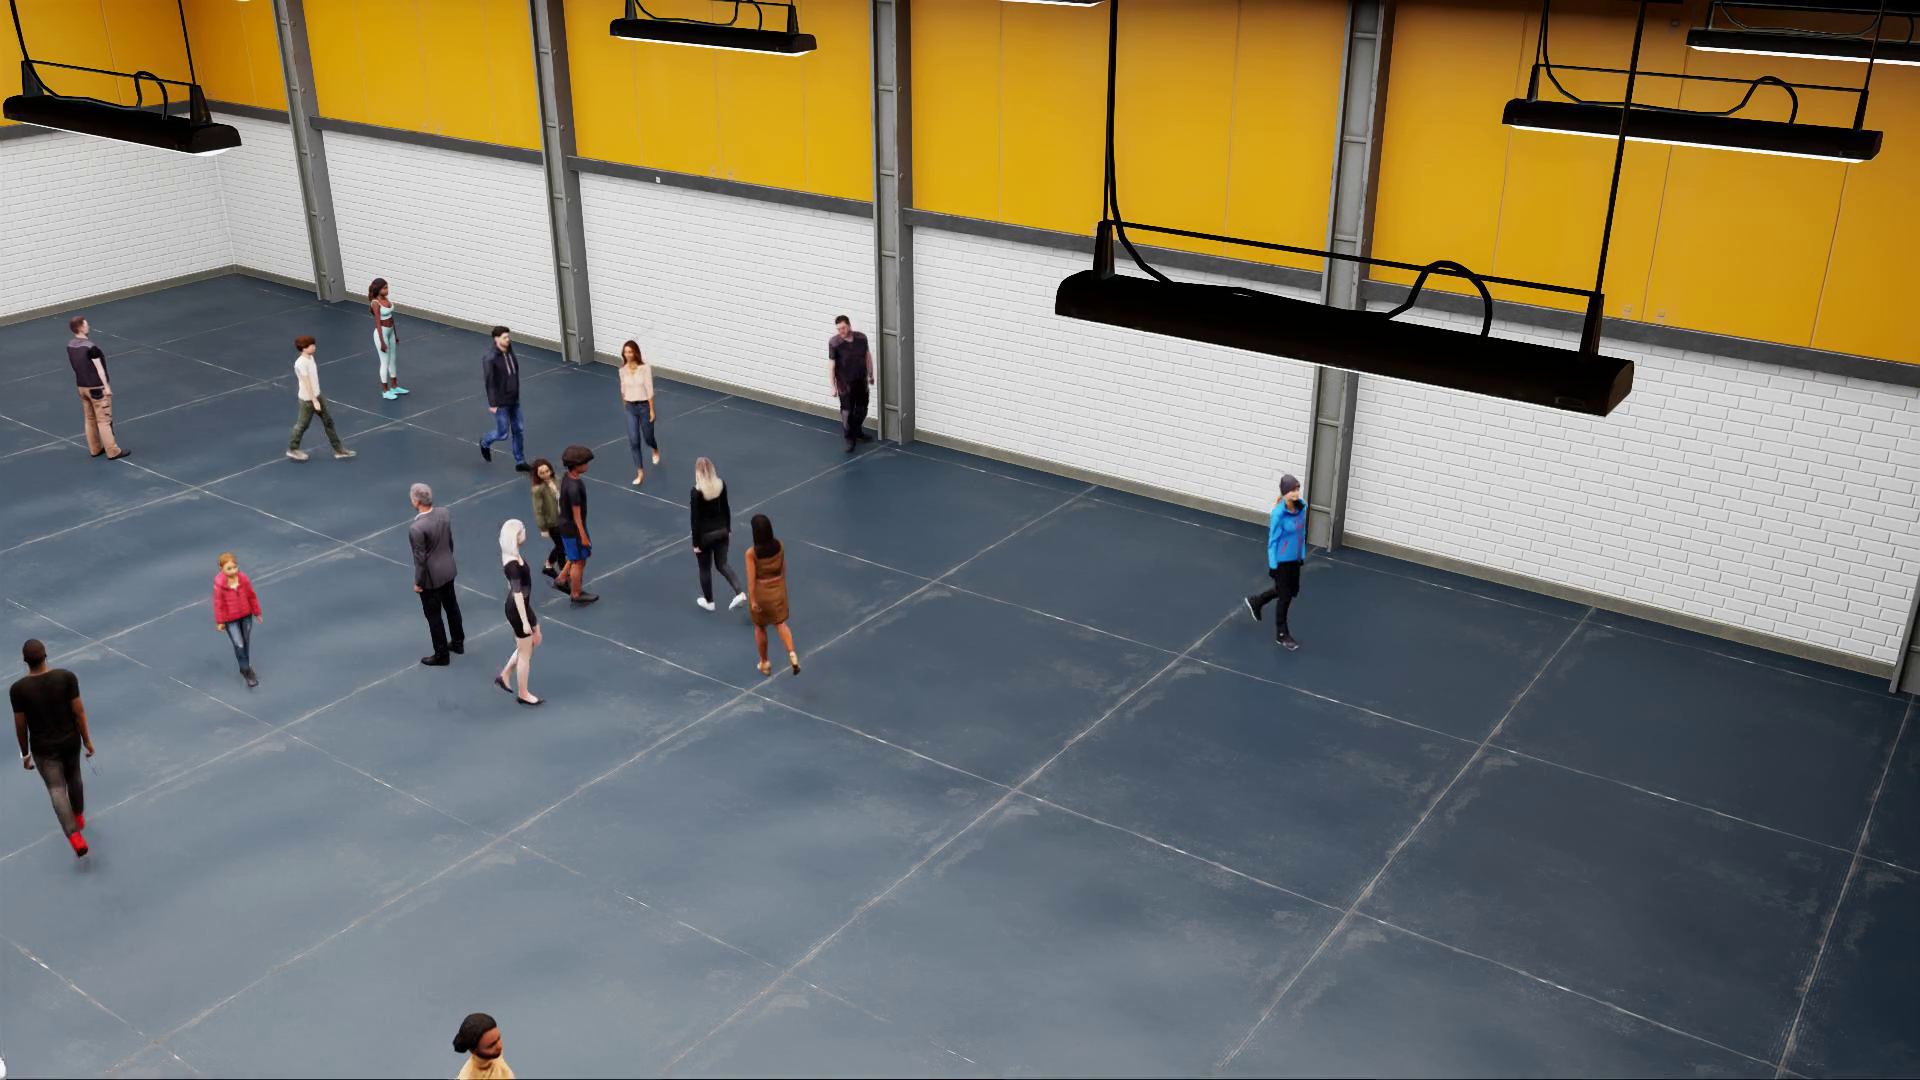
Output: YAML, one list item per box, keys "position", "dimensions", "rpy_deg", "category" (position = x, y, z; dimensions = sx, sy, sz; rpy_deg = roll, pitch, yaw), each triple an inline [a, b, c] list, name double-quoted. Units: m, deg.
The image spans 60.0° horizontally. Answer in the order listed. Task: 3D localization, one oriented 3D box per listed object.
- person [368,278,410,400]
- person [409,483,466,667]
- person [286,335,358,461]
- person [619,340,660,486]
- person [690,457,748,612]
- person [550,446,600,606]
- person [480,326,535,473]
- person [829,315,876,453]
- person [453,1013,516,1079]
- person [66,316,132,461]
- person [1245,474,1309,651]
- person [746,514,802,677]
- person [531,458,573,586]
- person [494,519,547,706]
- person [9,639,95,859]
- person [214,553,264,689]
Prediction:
- position: [-8.027, -2.827, 23.220]
  dimensions: [0.659, 1.723, 0.646]
  rpy_deg: [4, 24, 9]
  category: "person"
- position: [-5.028, 0.308, 15.908]
  dimensions: [0.700, 1.836, 0.779]
  rpy_deg: [8, 25, 18]
  category: "person"
- position: [-8.232, -1.746, 20.881]
  dimensions: [1.182, 1.617, 0.969]
  rpy_deg: [1, 24, 2]
  category: "person"
- position: [-3.890, -1.598, 20.343]
  dimensions: [1.007, 1.775, 0.930]
  rpy_deg: [4, 24, 9]
  category: "person"
- position: [-2.453, -0.001, 16.828]
  dimensions: [0.979, 1.664, 0.744]
  rpy_deg: [20, 30, 38]
  category: "person"
- position: [-4.026, -0.123, 16.978]
  dimensions: [0.950, 1.768, 0.897]
  rpy_deg: [-8, 25, -17]
  category: "person"
- position: [-5.679, -1.737, 20.539]
  dimensions: [1.086, 1.873, 0.779]
  rpy_deg: [11, 26, 23]
  category: "person"
- position: [-1.374, -2.021, 21.262]
  dimensions: [0.987, 1.815, 0.996]
  rpy_deg: [-17, 29, -34]
  category: "person"
- position: [-2.671, 3.332, 9.257]
  dimensions: [1.144, 1.622, 0.827]
  rpy_deg: [8, 25, 17]
  category: "person"
- position: [-10.982, -1.935, 21.032]
  dimensions: [0.580, 1.841, 0.779]
  rpy_deg: [11, 26, 24]
  category: "person"
- position: [3.119, 0.183, 16.268]
  dimensions: [0.793, 1.777, 1.020]
  rpy_deg: [-18, 29, -35]
  category: "person"
- position: [-1.740, 0.569, 15.518]
  dimensions: [0.769, 1.670, 0.962]
  rpy_deg: [-15, 28, -31]
  category: "person"
- position: [-4.321, -0.186, 17.523]
  dimensions: [0.777, 1.447, 0.717]
  rpy_deg: [4, 24, 9]
  category: "person"
- position: [-4.090, 0.688, 15.065]
  dimensions: [0.856, 1.814, 0.799]
  rpy_deg: [-9, 25, -20]
  category: "person"
- position: [-7.029, 1.631, 12.954]
  dimensions: [0.897, 1.777, 1.221]
  rpy_deg: [-17, 29, -34]
  category: "person"
- position: [-6.827, 0.710, 15.655]
  dimensions: [0.780, 1.301, 0.608]
  rpy_deg: [22, 32, 40]
  category: "person"
